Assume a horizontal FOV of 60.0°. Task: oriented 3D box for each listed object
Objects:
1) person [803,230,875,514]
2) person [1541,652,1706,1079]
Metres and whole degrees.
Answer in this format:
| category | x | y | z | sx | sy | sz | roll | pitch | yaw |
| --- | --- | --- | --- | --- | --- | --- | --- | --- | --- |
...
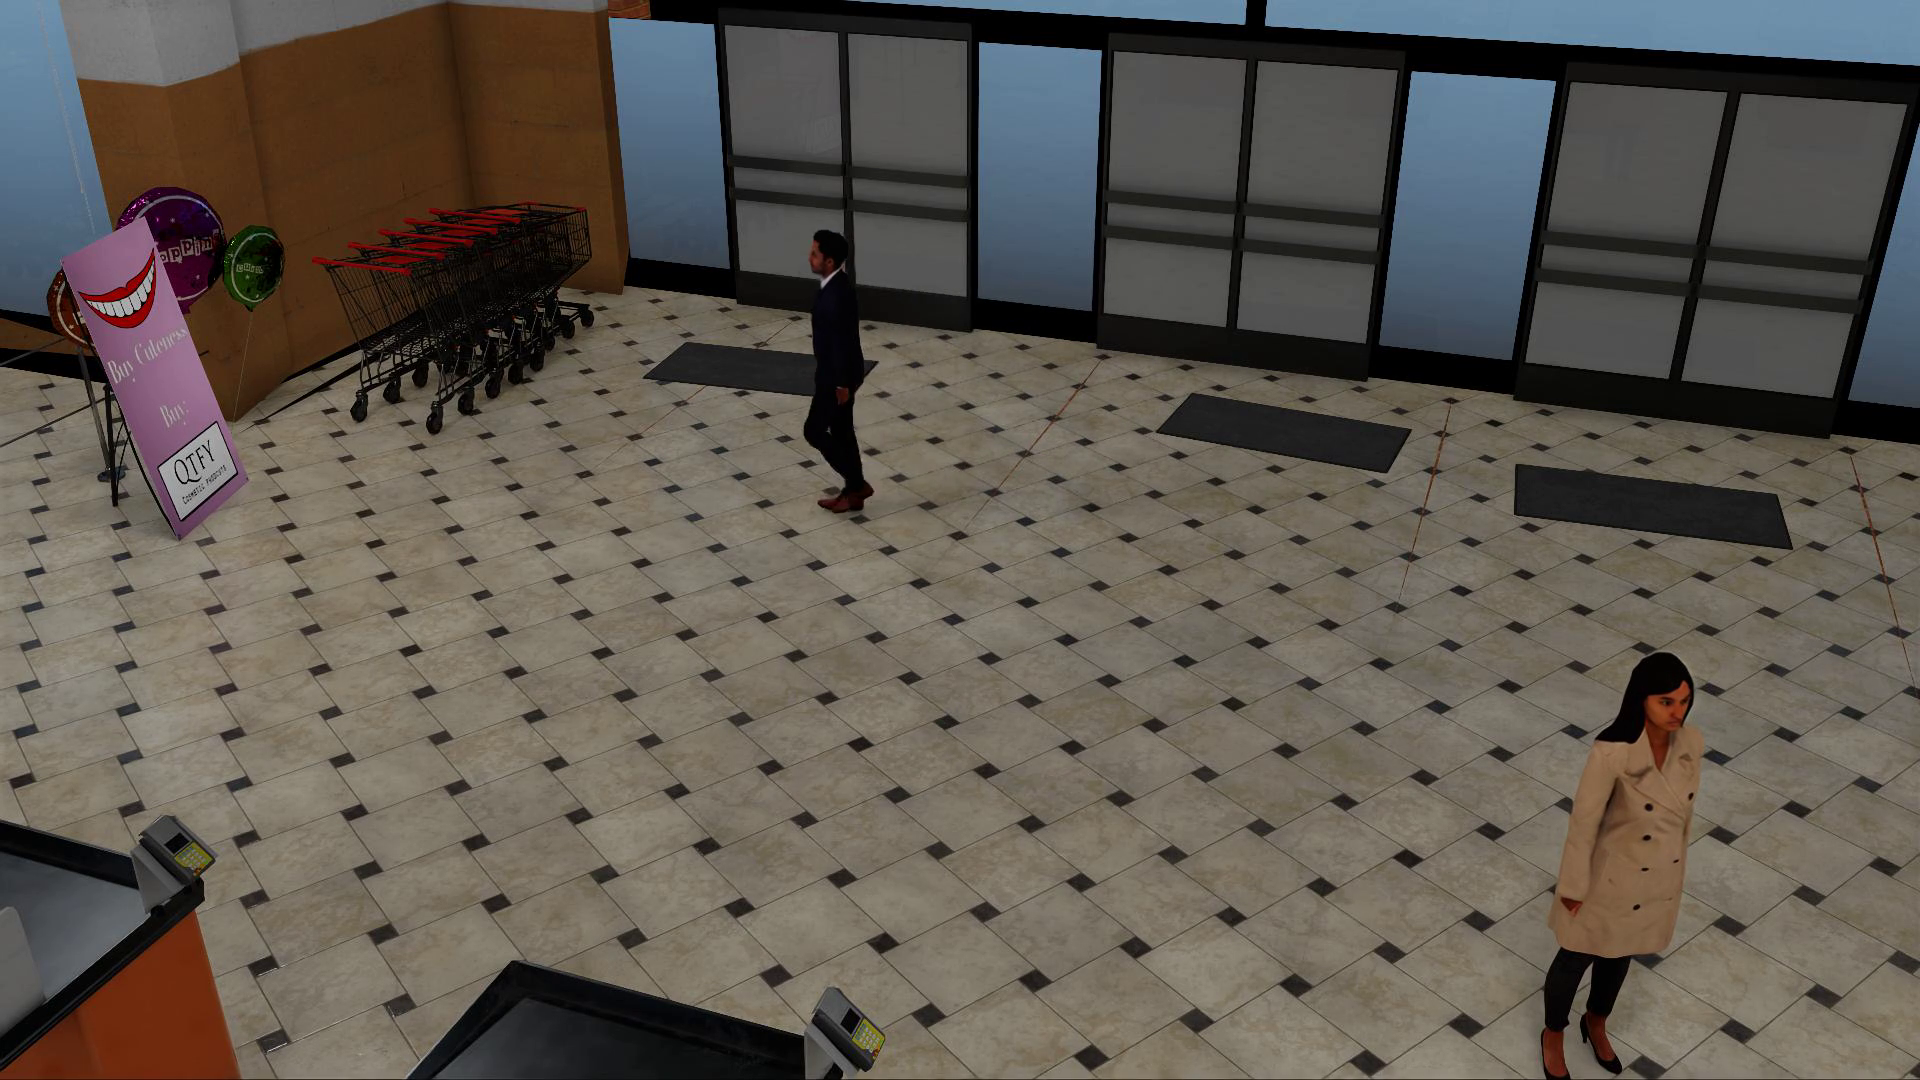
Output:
| category | x | y | z | sx | sy | sz | roll | pitch | yaw |
| --- | --- | --- | --- | --- | --- | --- | --- | --- | --- |
| person | -0.614 | -0.948 | 9.613 | 0.795 | 1.712 | 0.682 | 0 | 27 | -1 |
| person | 2.210 | 1.116 | 5.576 | 0.710 | 1.682 | 0.734 | -8 | 28 | -15 |
